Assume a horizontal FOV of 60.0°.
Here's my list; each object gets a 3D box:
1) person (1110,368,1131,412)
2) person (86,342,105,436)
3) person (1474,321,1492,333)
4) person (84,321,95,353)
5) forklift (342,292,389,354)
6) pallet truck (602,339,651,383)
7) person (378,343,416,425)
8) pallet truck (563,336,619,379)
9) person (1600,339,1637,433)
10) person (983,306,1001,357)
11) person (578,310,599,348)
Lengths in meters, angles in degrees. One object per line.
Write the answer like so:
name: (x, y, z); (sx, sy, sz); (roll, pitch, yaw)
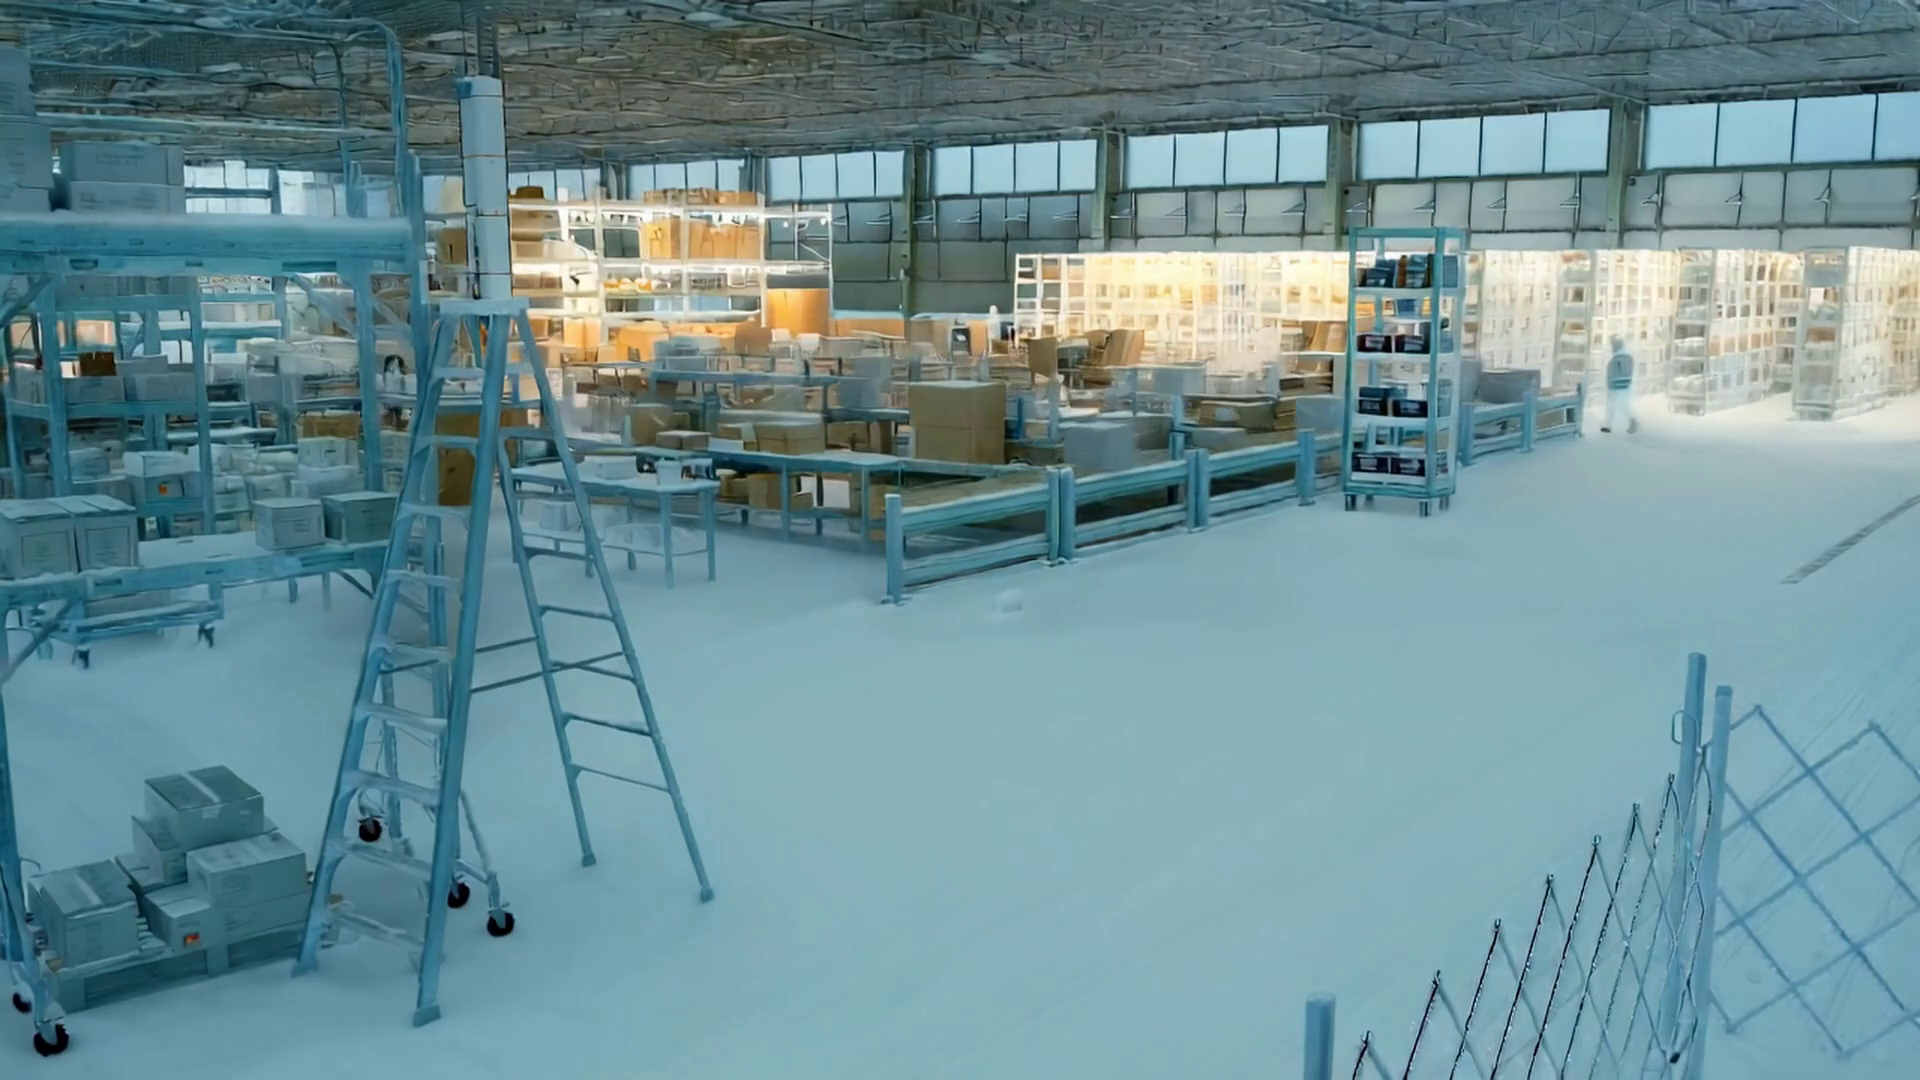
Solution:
person: (2.939, -2.683, 30.249); (0.330, 1.765, 0.533); (-6, 11, -32)
person: (-15.457, -2.674, 30.074); (0.601, 1.813, 0.714); (7, 11, 36)
person: (15.549, -5.756, 49.308); (0.579, 1.796, 0.931); (6, 11, 32)
person: (-25.998, -5.749, 49.854); (0.570, 1.616, 0.507); (-6, 11, -35)
forklift: (-16.485, -5.622, 45.120); (1.129, 2.768, 1.873); (7, 11, 37)
pallet truck: (-8.991, -4.871, 45.351); (0.653, 1.274, 1.630); (7, 11, 37)
person: (-11.438, -3.148, 33.486); (0.531, 1.656, 0.860); (7, 12, 38)
pallet truck: (-10.690, -5.294, 48.215); (1.601, 1.201, 0.680); (-5, 10, -26)
person: (12.522, -2.907, 31.509); (0.603, 1.808, 0.705); (-3, 9, -15)
person: (1.061, -6.638, 54.217); (0.623, 1.992, 0.396); (5, 10, 28)
person: (-11.303, -6.032, 50.659); (0.625, 1.931, 0.378); (-1, 9, -6)
